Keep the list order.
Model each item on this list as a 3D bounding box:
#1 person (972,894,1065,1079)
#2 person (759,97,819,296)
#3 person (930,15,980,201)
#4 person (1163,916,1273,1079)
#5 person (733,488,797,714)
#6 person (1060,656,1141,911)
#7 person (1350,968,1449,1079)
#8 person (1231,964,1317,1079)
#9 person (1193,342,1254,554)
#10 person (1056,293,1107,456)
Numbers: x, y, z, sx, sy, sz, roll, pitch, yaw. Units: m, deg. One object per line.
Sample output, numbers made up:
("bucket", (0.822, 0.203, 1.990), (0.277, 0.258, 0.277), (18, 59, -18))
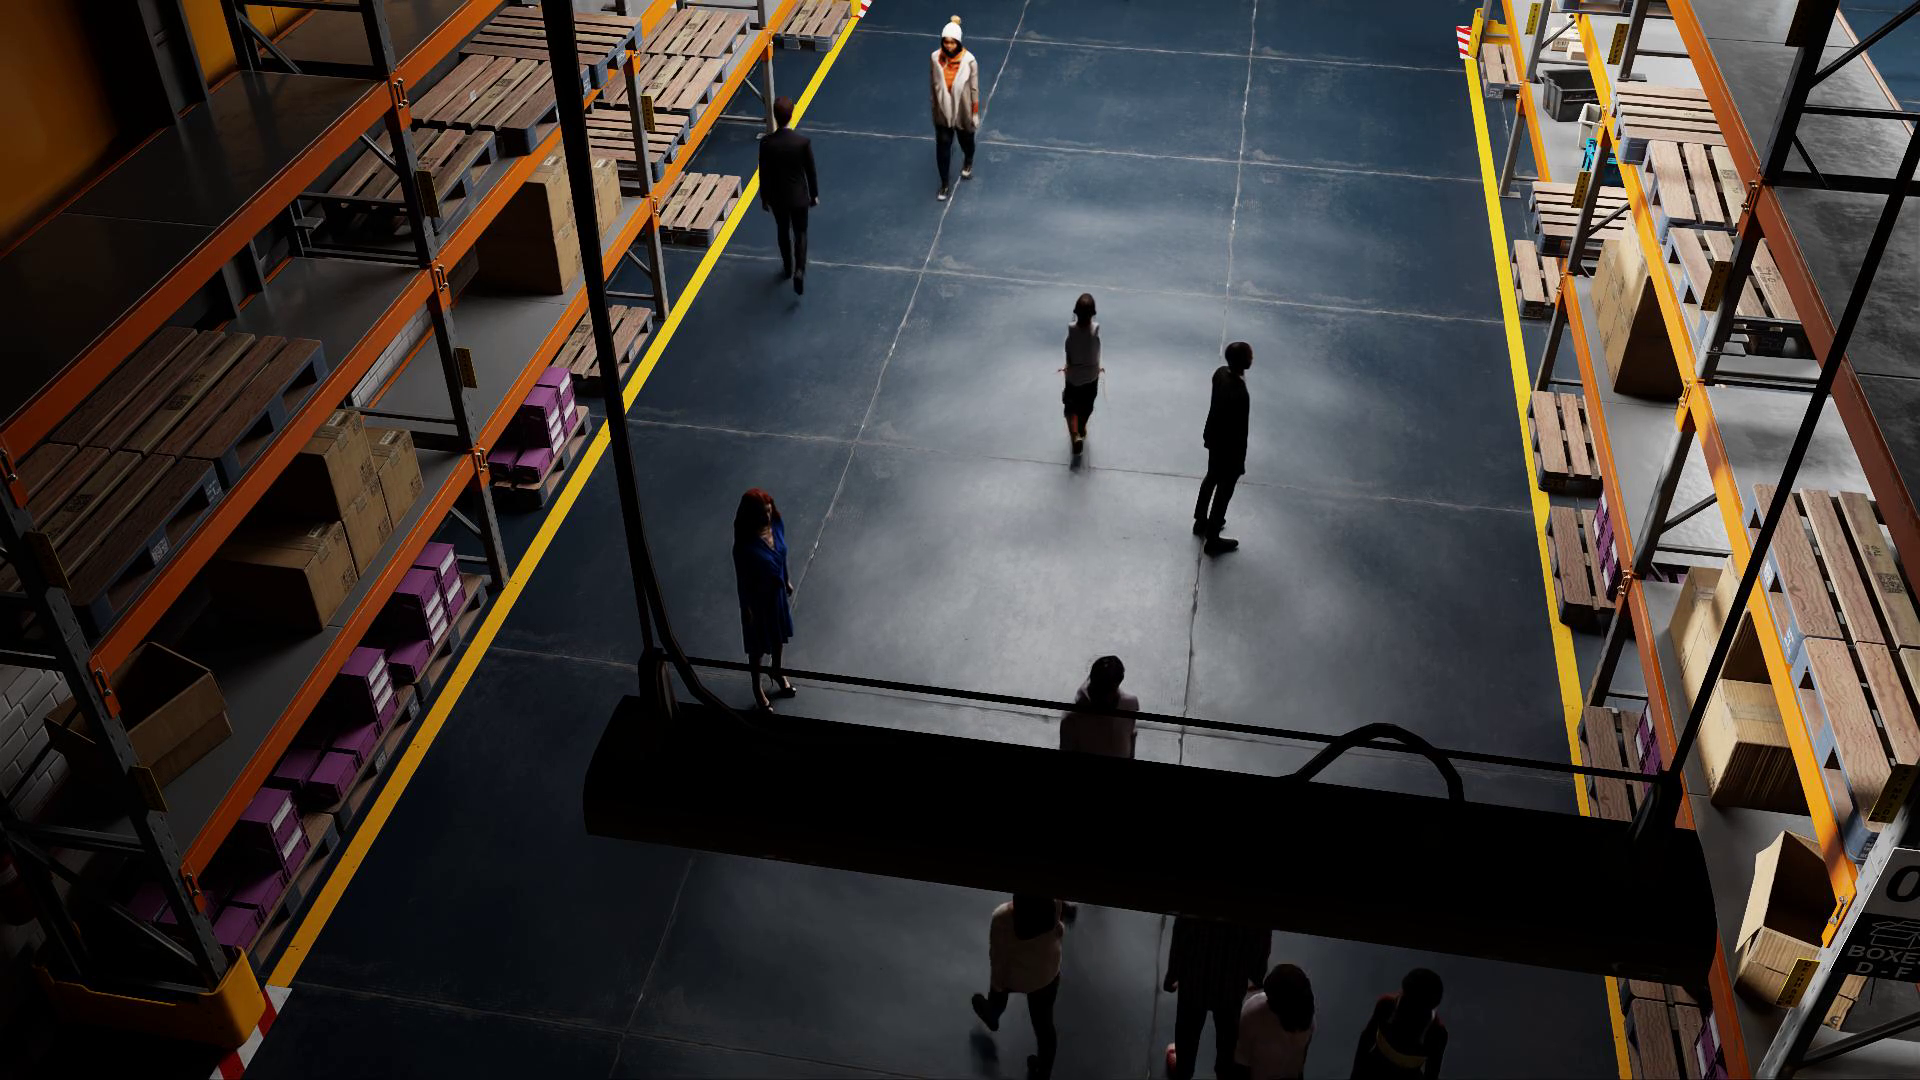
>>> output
("person", (0.408, 2.367, 8.910), (0.929, 1.658, 1.065), (-13, 41, -16))
("person", (-1.619, -3.221, 15.738), (0.872, 1.869, 1.184), (-2, 39, -3))
("person", (-0.021, -4.574, 17.428), (0.679, 1.873, 1.024), (6, 39, 7))
("person", (1.350, 2.331, 8.871), (0.740, 1.761, 0.641), (-1, 39, -1))
("person", (-1.314, 0.394, 11.244), (0.770, 1.828, 0.662), (26, 46, 29))
("person", (0.793, 1.399, 9.906), (0.767, 1.926, 0.784), (-17, 42, -20))
("person", (2.181, 2.729, 8.380), (0.639, 1.753, 0.654), (26, 45, 29))
("person", (1.518, 2.624, 8.505), (0.743, 1.761, 0.761), (-14, 41, -17))
("person", (2.015, -0.715, 12.657), (0.779, 1.796, 0.622), (-9, 39, -11))
("person", (1.019, -1.412, 13.821), (0.655, 1.434, 0.922), (1, 39, 1))
